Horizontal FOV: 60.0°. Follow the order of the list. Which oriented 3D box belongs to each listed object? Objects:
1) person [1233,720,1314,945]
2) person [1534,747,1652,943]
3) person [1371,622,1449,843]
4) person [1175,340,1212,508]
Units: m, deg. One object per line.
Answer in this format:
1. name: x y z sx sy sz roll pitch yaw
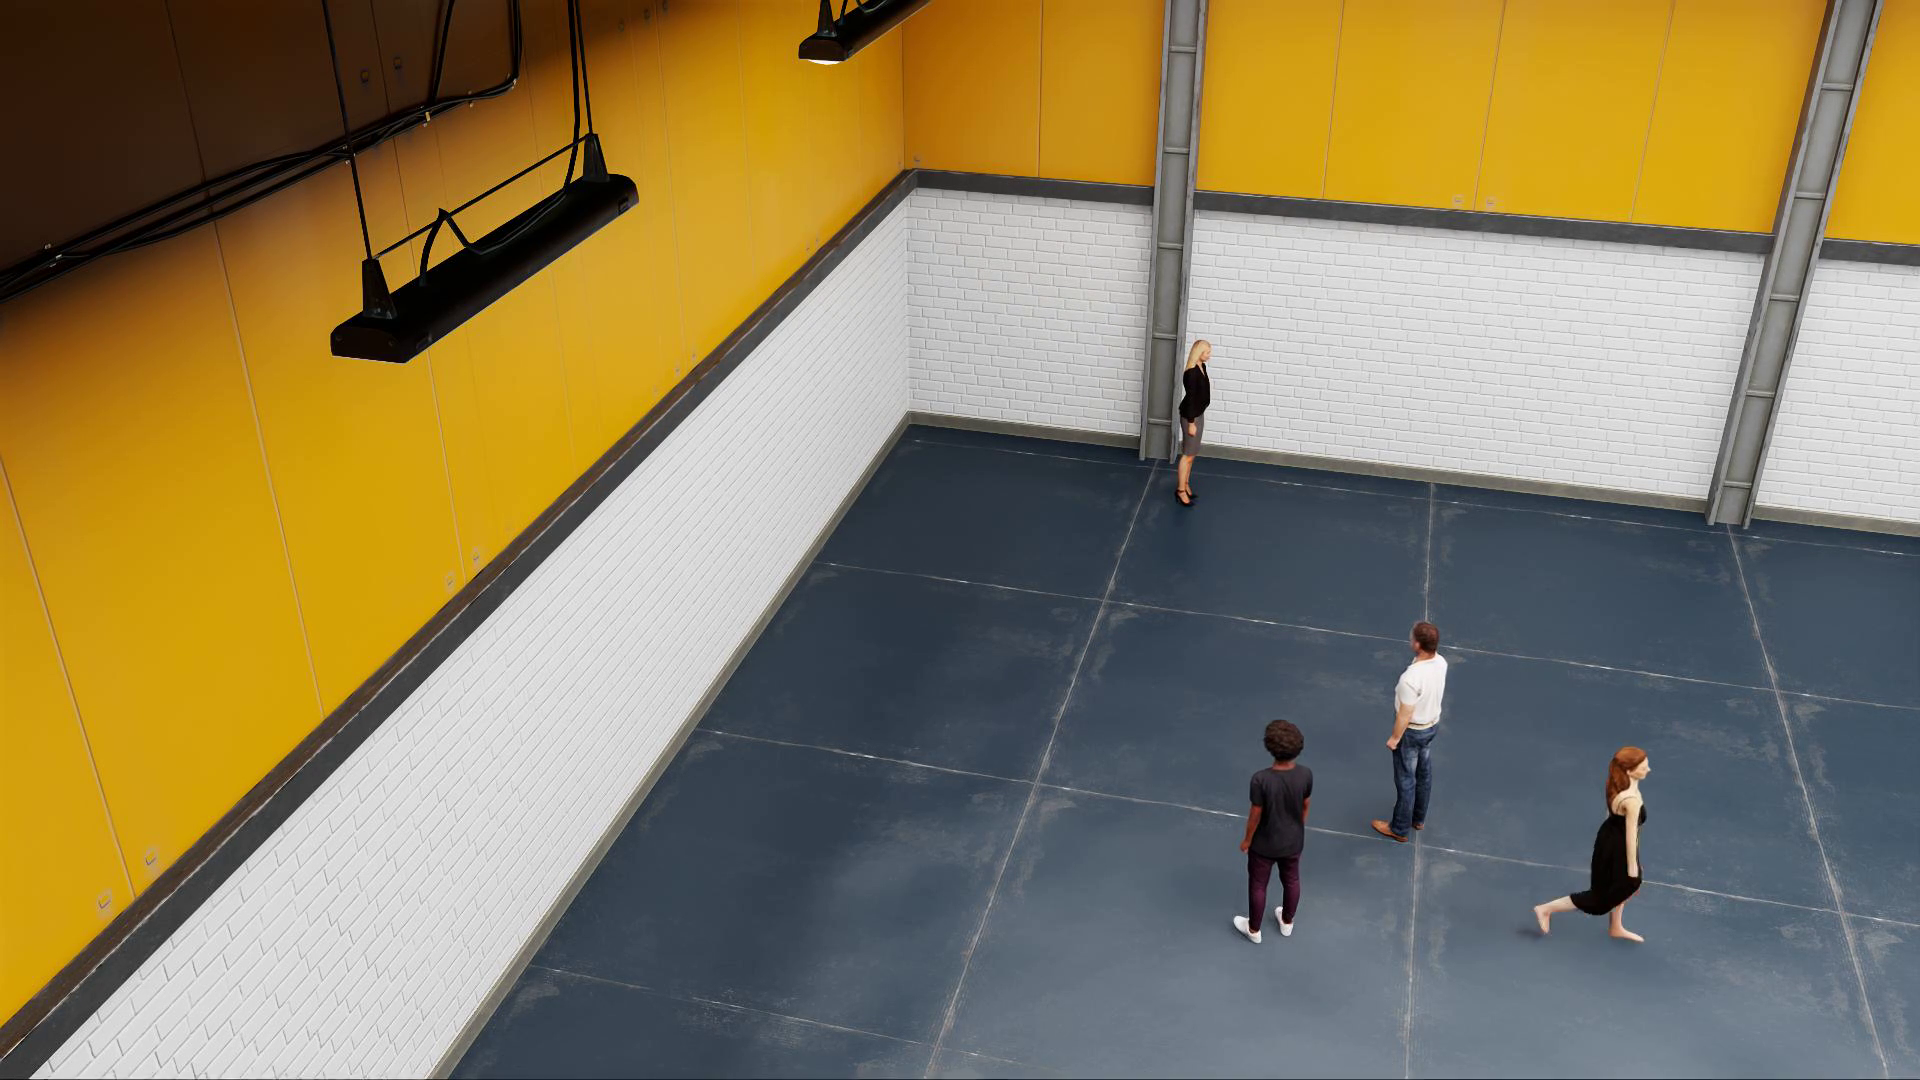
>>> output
1. person: 2.189 2.023 11.497 0.680 1.780 0.781 -8 30 -15
2. person: 4.432 2.128 11.490 0.975 1.602 0.568 7 29 13
3. person: 3.436 1.436 12.498 0.753 1.851 0.767 -23 36 -36
4. person: 2.419 -1.232 17.403 0.572 1.839 0.632 11 30 19
